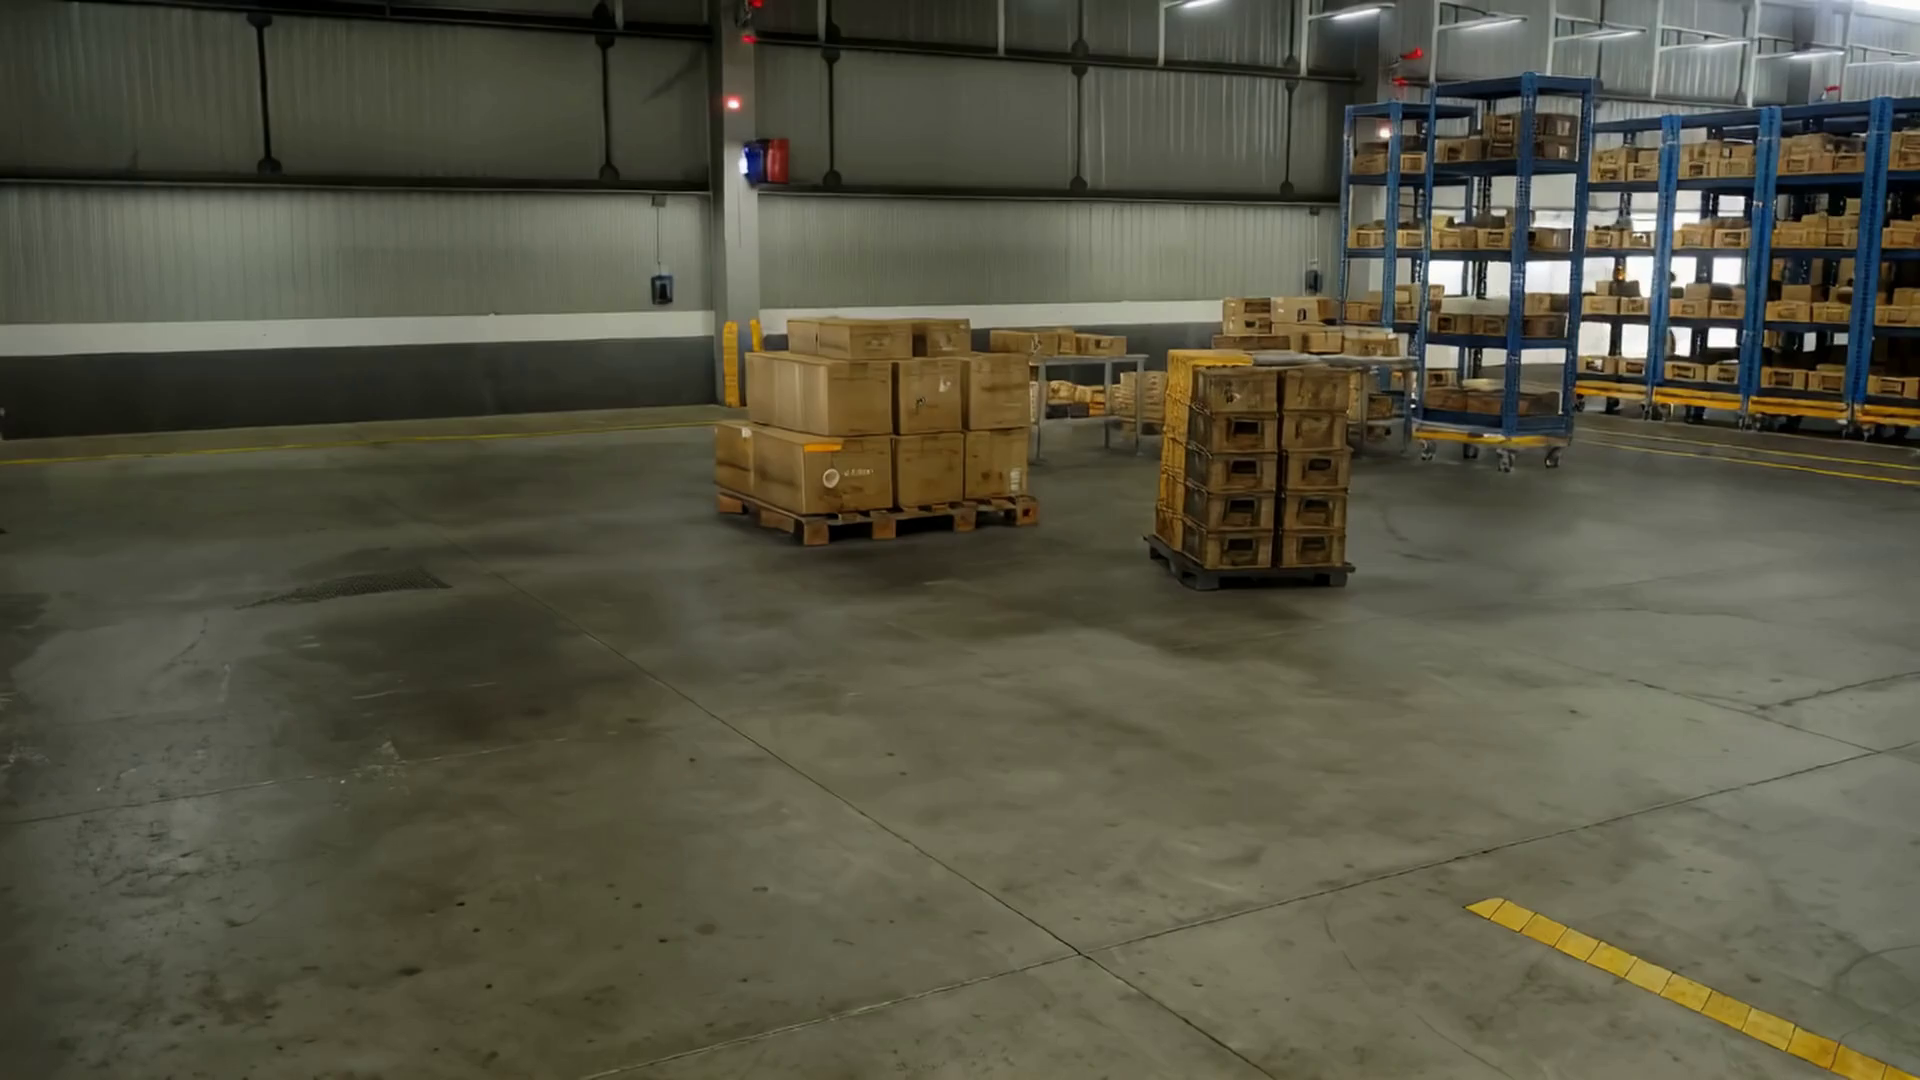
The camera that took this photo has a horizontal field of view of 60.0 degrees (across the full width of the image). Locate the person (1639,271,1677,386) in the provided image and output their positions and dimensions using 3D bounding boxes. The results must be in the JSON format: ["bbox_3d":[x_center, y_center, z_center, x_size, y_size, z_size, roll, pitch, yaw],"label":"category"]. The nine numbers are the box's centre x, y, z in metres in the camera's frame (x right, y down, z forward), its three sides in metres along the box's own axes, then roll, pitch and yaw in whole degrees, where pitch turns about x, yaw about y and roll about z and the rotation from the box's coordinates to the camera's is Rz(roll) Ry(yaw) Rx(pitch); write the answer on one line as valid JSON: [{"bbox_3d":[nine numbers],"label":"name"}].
[{"bbox_3d":[10.395,-3.102,24.540,0.907,1.702,0.590,-5,11,-28],"label":"person"}]

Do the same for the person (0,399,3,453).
[{"bbox_3d":[-6.479,-0.685,10.746,0.539,1.747,0.533,-5,11,-28],"label":"person"}]
